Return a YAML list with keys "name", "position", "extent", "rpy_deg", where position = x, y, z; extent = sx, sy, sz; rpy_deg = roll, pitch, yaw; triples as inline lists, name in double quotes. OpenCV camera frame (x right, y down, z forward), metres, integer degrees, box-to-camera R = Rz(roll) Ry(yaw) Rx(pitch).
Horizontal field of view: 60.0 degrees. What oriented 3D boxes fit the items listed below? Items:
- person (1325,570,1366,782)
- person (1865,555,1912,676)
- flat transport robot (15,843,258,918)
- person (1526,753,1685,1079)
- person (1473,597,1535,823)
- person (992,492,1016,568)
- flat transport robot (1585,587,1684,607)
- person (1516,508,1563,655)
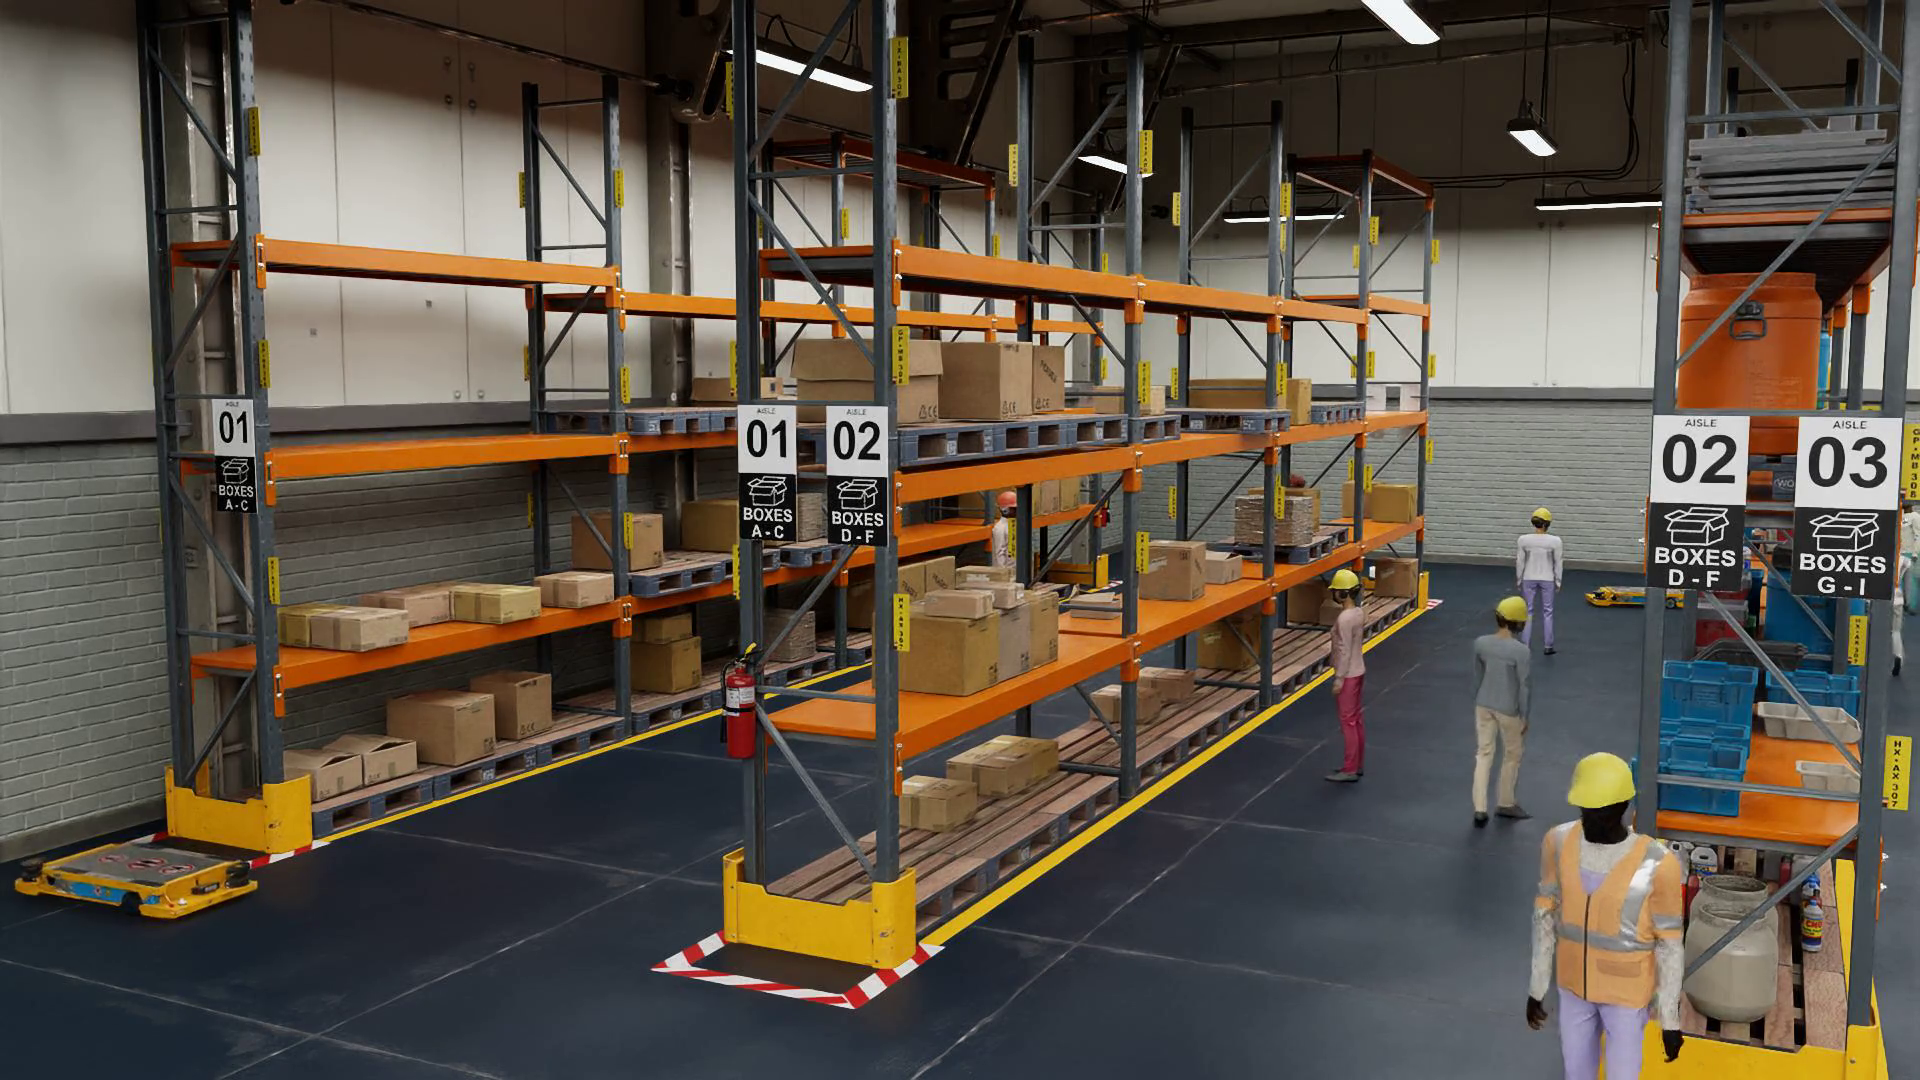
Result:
- name: "person"
  position: [3.203, 1.127, 13.853]
  extent: [0.326, 1.767, 0.533]
  rpy_deg: [3, 7, 27]
- name: "person"
  position: [10.364, 0.717, 18.590]
  extent: [0.517, 1.614, 0.707]
  rpy_deg: [2, 6, 17]
- name: "flat transport robot"
  position: [-5.341, 2.183, 10.777]
  extent: [1.431, 0.197, 0.652]
  rpy_deg: [3, 6, 23]
- name: "person"
  position: [2.578, 1.796, 6.677]
  extent: [0.440, 1.912, 0.631]
  rpy_deg: [-5, 8, -39]
- name: "person"
  position: [4.071, 1.277, 12.527]
  extent: [0.595, 1.727, 0.584]
  rpy_deg: [-5, 7, -38]
- name: "person"
  position: [0.561, 0.423, 19.591]
  extent: [0.381, 1.994, 0.620]
  rpy_deg: [1, 6, 13]
- name: "flat transport robot"
  position: [9.858, 0.818, 24.045]
  extent: [1.431, 0.197, 0.652]
  rpy_deg: [1, 6, 10]
- name: "person"
  position: [6.965, 0.498, 20.003]
  extent: [0.533, 1.761, 0.328]
  rpy_deg: [3, 6, 25]
